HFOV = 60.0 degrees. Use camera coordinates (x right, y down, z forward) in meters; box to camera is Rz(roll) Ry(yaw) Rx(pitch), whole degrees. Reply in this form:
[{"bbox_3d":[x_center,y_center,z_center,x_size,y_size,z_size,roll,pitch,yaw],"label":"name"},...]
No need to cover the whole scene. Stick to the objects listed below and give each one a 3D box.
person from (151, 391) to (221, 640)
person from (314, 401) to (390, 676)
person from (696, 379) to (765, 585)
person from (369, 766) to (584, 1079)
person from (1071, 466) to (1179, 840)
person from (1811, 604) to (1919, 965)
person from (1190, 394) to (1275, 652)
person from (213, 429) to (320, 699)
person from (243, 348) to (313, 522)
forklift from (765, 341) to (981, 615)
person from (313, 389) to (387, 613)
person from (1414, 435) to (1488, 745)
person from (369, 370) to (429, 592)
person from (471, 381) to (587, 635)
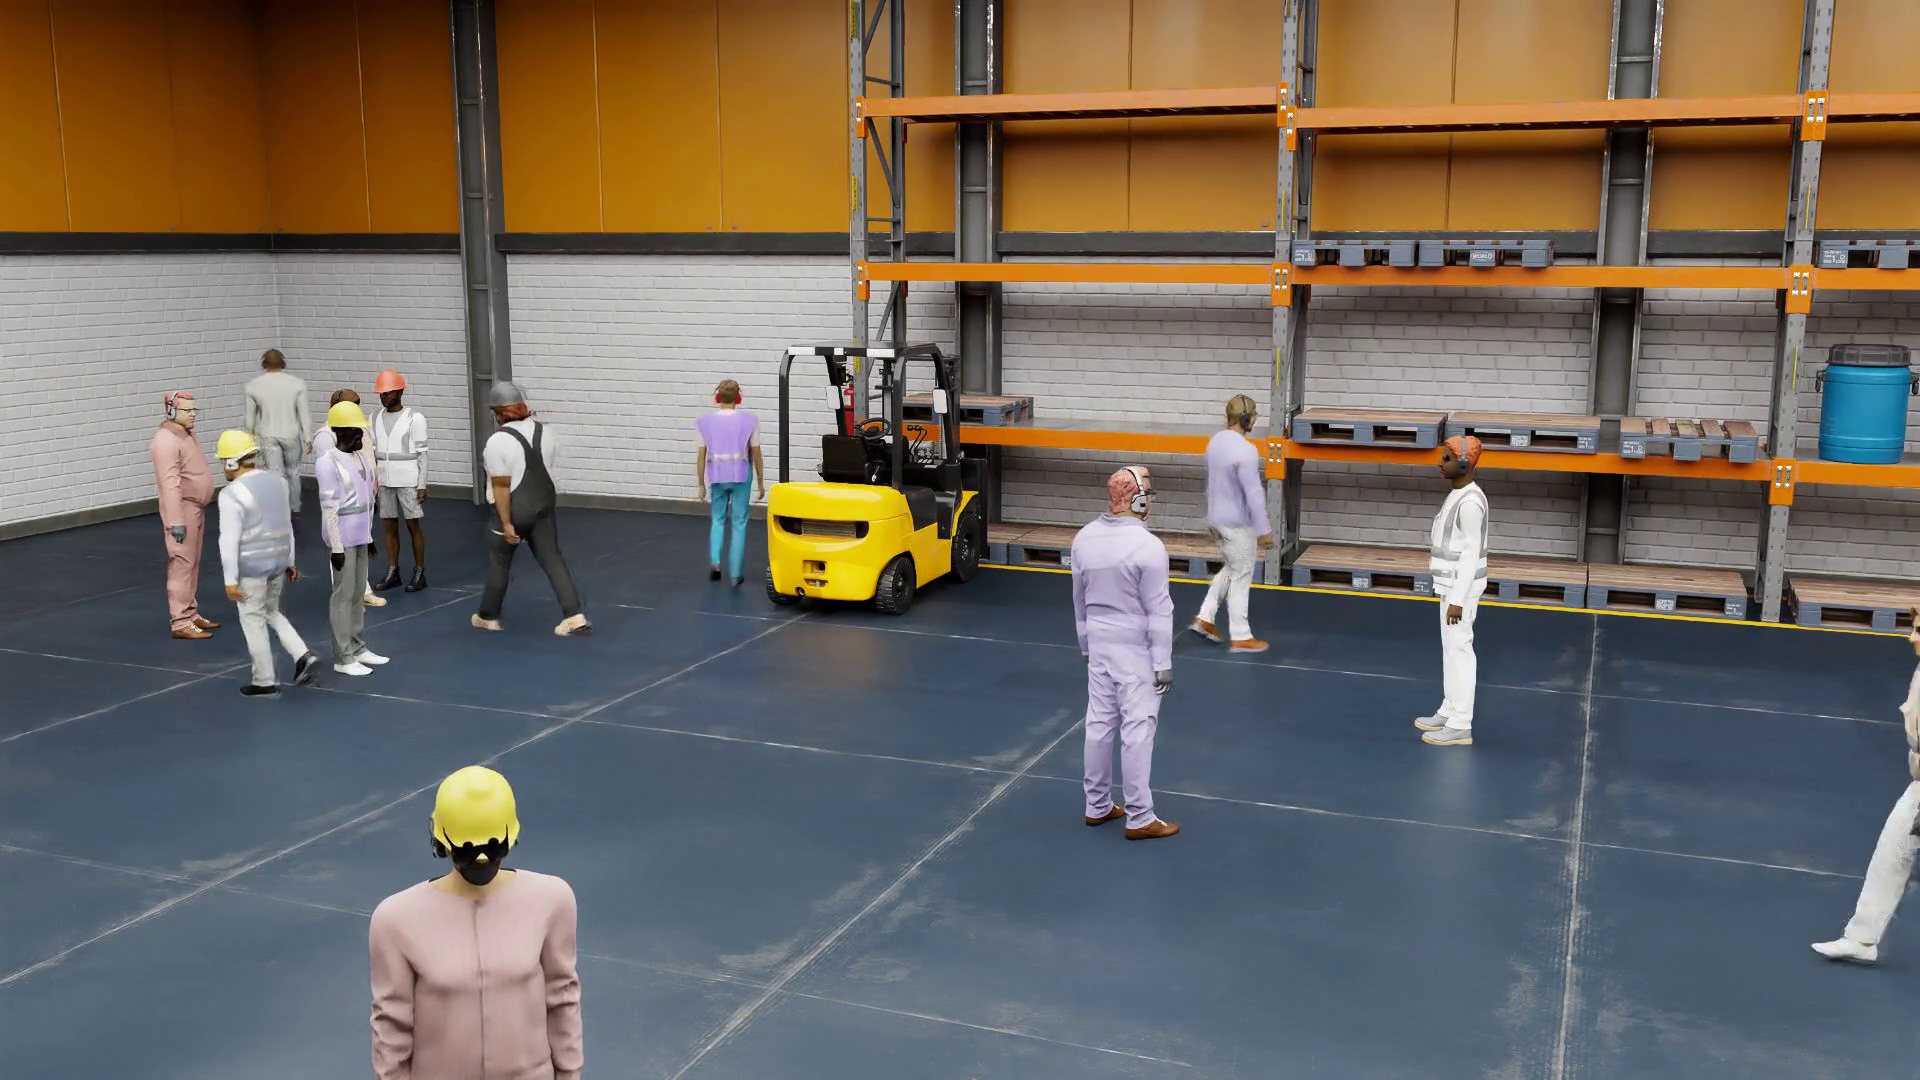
[{"bbox_3d":[-5.941,-0.197,12.798,0.403,1.903,0.652,-2,10,-13],"label":"person"},{"bbox_3d":[-4.295,-0.018,11.738,0.366,1.927,0.585,0,10,3],"label":"person"},{"bbox_3d":[-2.029,-0.507,14.741,0.573,1.827,0.448,0,10,2],"label":"person"},{"bbox_3d":[-1.204,1.416,4.217,0.524,1.762,0.325,-5,11,-26],"label":"person"},{"bbox_3d":[0.864,0.570,8.511,0.406,1.911,0.639,-8,13,-38],"label":"person"},{"bbox_3d":[3.922,1.039,6.757,0.780,1.598,0.521,1,10,4],"label":"person"},{"bbox_3d":[2.051,-0.114,12.280,0.476,1.929,0.664,-3,10,-14],"label":"person"},{"bbox_3d":[-4.629,0.168,11.012,0.521,1.811,0.615,3,11,17],"label":"person"},{"bbox_3d":[-7.277,-1.091,17.770,0.661,1.901,0.928,-4,11,-21],"label":"person"},{"bbox_3d":[-0.739,-0.602,14.246,1.214,2.155,2.313,4,11,21],"label":"forklift"},{"bbox_3d":[-4.995,-0.322,13.667,0.429,1.842,0.633,2,10,12],"label":"person"},{"bbox_3d":[3.001,0.302,10.083,0.355,1.882,0.576,2,10,9],"label":"person"},{"bbox_3d":[-4.890,-0.509,14.441,0.552,1.936,0.359,2,10,13],"label":"person"},{"bbox_3d":[-3.359,-0.273,12.839,1.055,2.000,0.671,8,13,37],"label":"person"}]
